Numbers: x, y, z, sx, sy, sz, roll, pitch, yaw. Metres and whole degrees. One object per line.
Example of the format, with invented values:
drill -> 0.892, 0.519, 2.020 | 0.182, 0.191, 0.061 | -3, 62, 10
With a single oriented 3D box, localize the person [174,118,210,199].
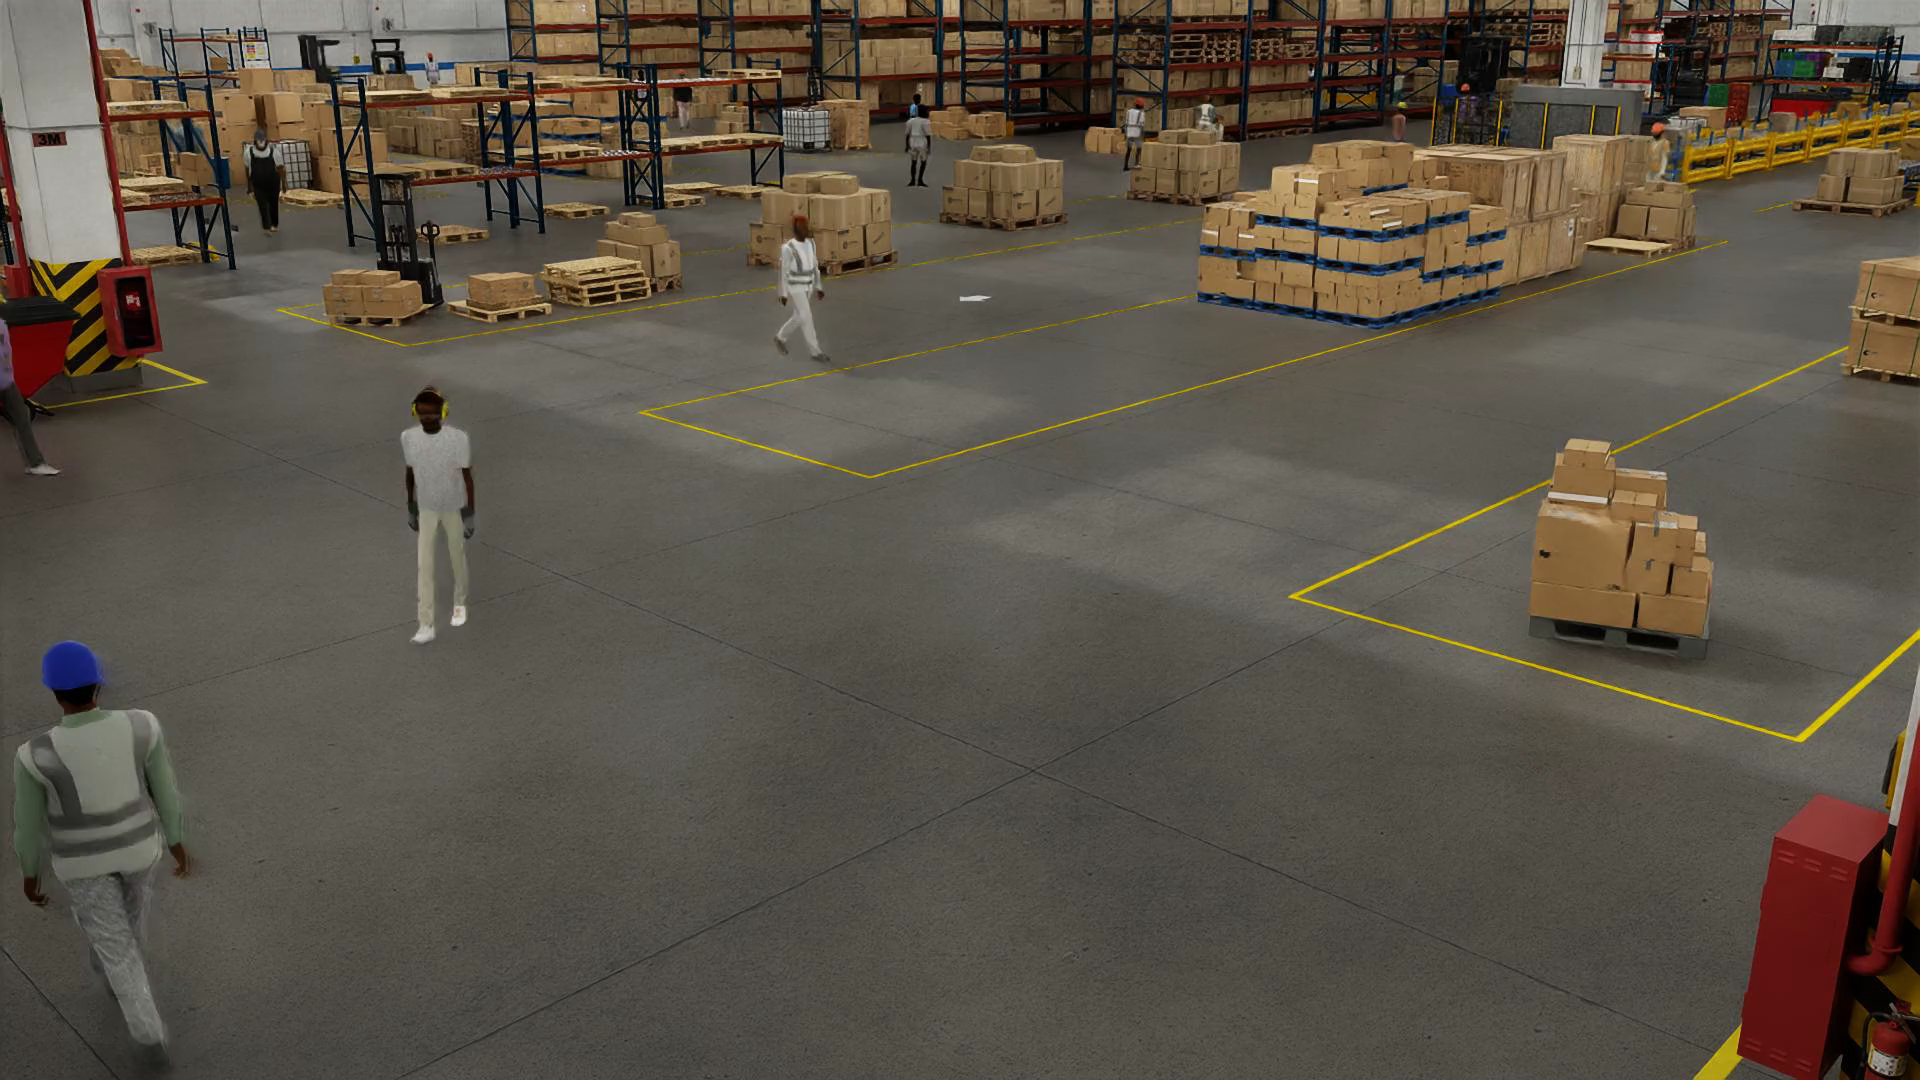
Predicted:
person -> -17.085, -8.534, 37.048 | 1.020, 1.894, 0.631 | 16, 24, 39

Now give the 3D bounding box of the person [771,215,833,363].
person -> -2.050, -3.185, 21.010 | 0.944, 1.858, 0.585 | 11, 21, 30

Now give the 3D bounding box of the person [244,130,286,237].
person -> -13.255, -6.863, 31.772 | 0.684, 2.000, 1.030 | -8, 20, -23

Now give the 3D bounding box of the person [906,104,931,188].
person -> -0.973, -9.319, 39.325 | 0.687, 1.943, 0.387 | 11, 21, 29

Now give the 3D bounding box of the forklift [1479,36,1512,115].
forklift -> 19.973, -17.201, 61.605 | 1.873, 2.768, 1.129 | 16, 24, 40

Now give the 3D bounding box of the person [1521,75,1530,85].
person -> 19.997, -15.678, 59.003 | 0.521, 1.600, 0.529 | -13, 23, -35

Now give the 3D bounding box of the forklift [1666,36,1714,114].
forklift -> 27.341, -17.291, 61.877 | 1.129, 2.768, 1.873 | 17, 25, 41

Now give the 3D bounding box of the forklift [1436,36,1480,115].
forklift -> 18.855, -17.322, 61.971 | 1.873, 2.768, 1.129 | 17, 25, 41

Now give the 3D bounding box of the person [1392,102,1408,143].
person -> 11.358, -10.371, 42.789 | 0.650, 1.741, 0.560 | -6, 19, -17

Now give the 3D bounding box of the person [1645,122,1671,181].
person -> 14.474, -7.678, 34.428 | 0.720, 1.914, 0.560 | -8, 20, -22

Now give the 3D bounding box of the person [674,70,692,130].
person -> -9.241, -14.698, 55.536 | 0.615, 1.952, 1.012 | -2, 18, -6

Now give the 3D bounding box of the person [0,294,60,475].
person -> -9.292, -1.522, 15.933 | 0.963, 1.890, 0.605 | 3, 19, 8

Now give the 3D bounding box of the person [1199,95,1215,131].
person -> 7.126, -11.966, 47.833 | 0.530, 1.592, 0.843 | 16, 24, 40

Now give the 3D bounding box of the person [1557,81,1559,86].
person -> 20.806, -15.228, 57.609 | 0.509, 1.632, 0.265 | -10, 21, -27

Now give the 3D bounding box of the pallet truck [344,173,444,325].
pallet truck -> -8.209, -4.181, 23.757 | 0.823, 1.965, 1.885 | 3, 19, 9

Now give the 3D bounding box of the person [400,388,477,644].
person -> -3.758, -0.169, 11.935 | 0.541, 1.825, 0.889 | -1, 18, -3

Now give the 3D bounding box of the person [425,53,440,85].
person -> -22.571, -19.881, 71.185 | 0.559, 1.914, 0.541 | -10, 21, -27

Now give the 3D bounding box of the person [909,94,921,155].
person -> -1.264, -11.788, 47.175 | 0.333, 1.686, 0.535 | 8, 20, 22

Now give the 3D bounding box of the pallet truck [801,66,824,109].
pallet truck -> -4.812, -15.182, 56.903 | 0.823, 1.965, 1.885 | -9, 21, -26

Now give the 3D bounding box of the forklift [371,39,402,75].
forklift -> -20.266, -16.362, 59.080 | 1.129, 2.768, 1.873 | -7, 20, -20

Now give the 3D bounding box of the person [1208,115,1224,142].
person -> 6.245, -9.472, 40.295 | 0.547, 1.599, 0.781 | -11, 21, -30

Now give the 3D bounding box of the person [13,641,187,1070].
person -> -3.804, 1.331, 7.298 | 0.965, 1.896, 0.639 | 15, 24, 38

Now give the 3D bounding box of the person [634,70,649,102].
person -> -10.753, -14.879, 56.131 | 0.383, 1.915, 0.596 | 16, 24, 40

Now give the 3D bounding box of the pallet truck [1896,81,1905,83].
pallet truck -> 34.802, -16.331, 61.455 | 0.653, 1.274, 1.630 | 17, 25, 41

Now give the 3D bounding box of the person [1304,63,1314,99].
person -> 14.118, -18.390, 67.056 | 0.541, 1.683, 0.487 | 4, 19, 12

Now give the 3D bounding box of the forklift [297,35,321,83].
forklift -> -24.827, -17.852, 63.566 | 1.129, 2.768, 1.873 | 17, 25, 41

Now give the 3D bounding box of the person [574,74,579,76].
person -> -12.711, -14.642, 55.565 | 0.844, 1.818, 0.629 | -15, 24, -38

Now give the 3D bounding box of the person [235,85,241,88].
person -> -20.211, -11.832, 46.921 | 0.389, 1.942, 0.636 | 4, 19, 12

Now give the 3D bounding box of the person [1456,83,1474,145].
person -> 14.784, -12.387, 48.645 | 0.546, 1.912, 0.851 | 17, 25, 41

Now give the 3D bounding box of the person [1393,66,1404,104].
person -> 16.544, -17.032, 62.873 | 0.549, 1.745, 0.631 | -9, 20, -25

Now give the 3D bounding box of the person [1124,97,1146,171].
person -> 4.454, -10.391, 42.653 | 0.621, 1.890, 0.417 | 13, 22, 35
